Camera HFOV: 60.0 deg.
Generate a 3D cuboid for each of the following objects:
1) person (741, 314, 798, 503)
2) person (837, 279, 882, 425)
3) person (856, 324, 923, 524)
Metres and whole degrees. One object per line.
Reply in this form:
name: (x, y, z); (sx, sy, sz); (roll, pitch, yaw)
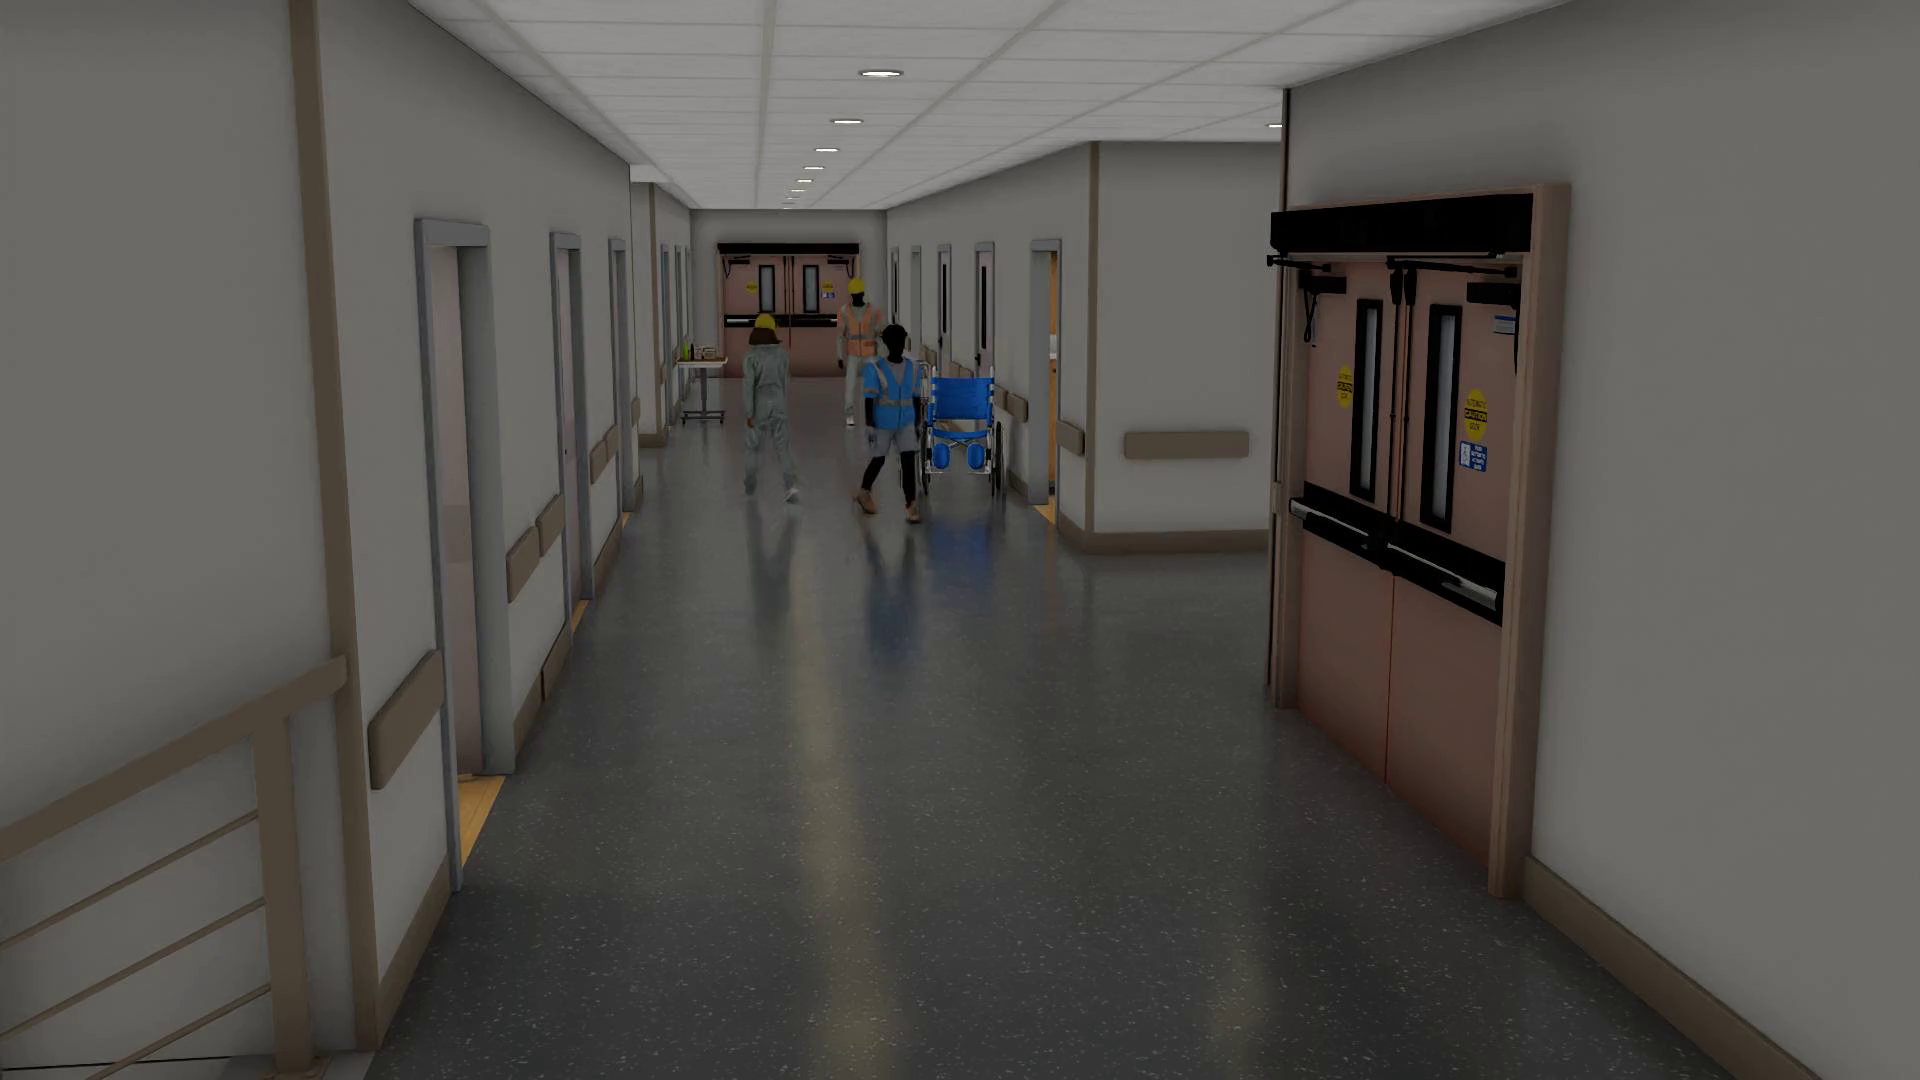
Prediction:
person: (-1.711, -1.184, 14.942); (0.476, 1.693, 0.878); (-5, 11, -27)
person: (-1.301, -2.431, 21.602); (0.589, 1.901, 0.490); (0, 10, -1)
person: (-0.588, -0.988, 13.919); (0.568, 1.651, 0.852); (-4, 11, -25)
